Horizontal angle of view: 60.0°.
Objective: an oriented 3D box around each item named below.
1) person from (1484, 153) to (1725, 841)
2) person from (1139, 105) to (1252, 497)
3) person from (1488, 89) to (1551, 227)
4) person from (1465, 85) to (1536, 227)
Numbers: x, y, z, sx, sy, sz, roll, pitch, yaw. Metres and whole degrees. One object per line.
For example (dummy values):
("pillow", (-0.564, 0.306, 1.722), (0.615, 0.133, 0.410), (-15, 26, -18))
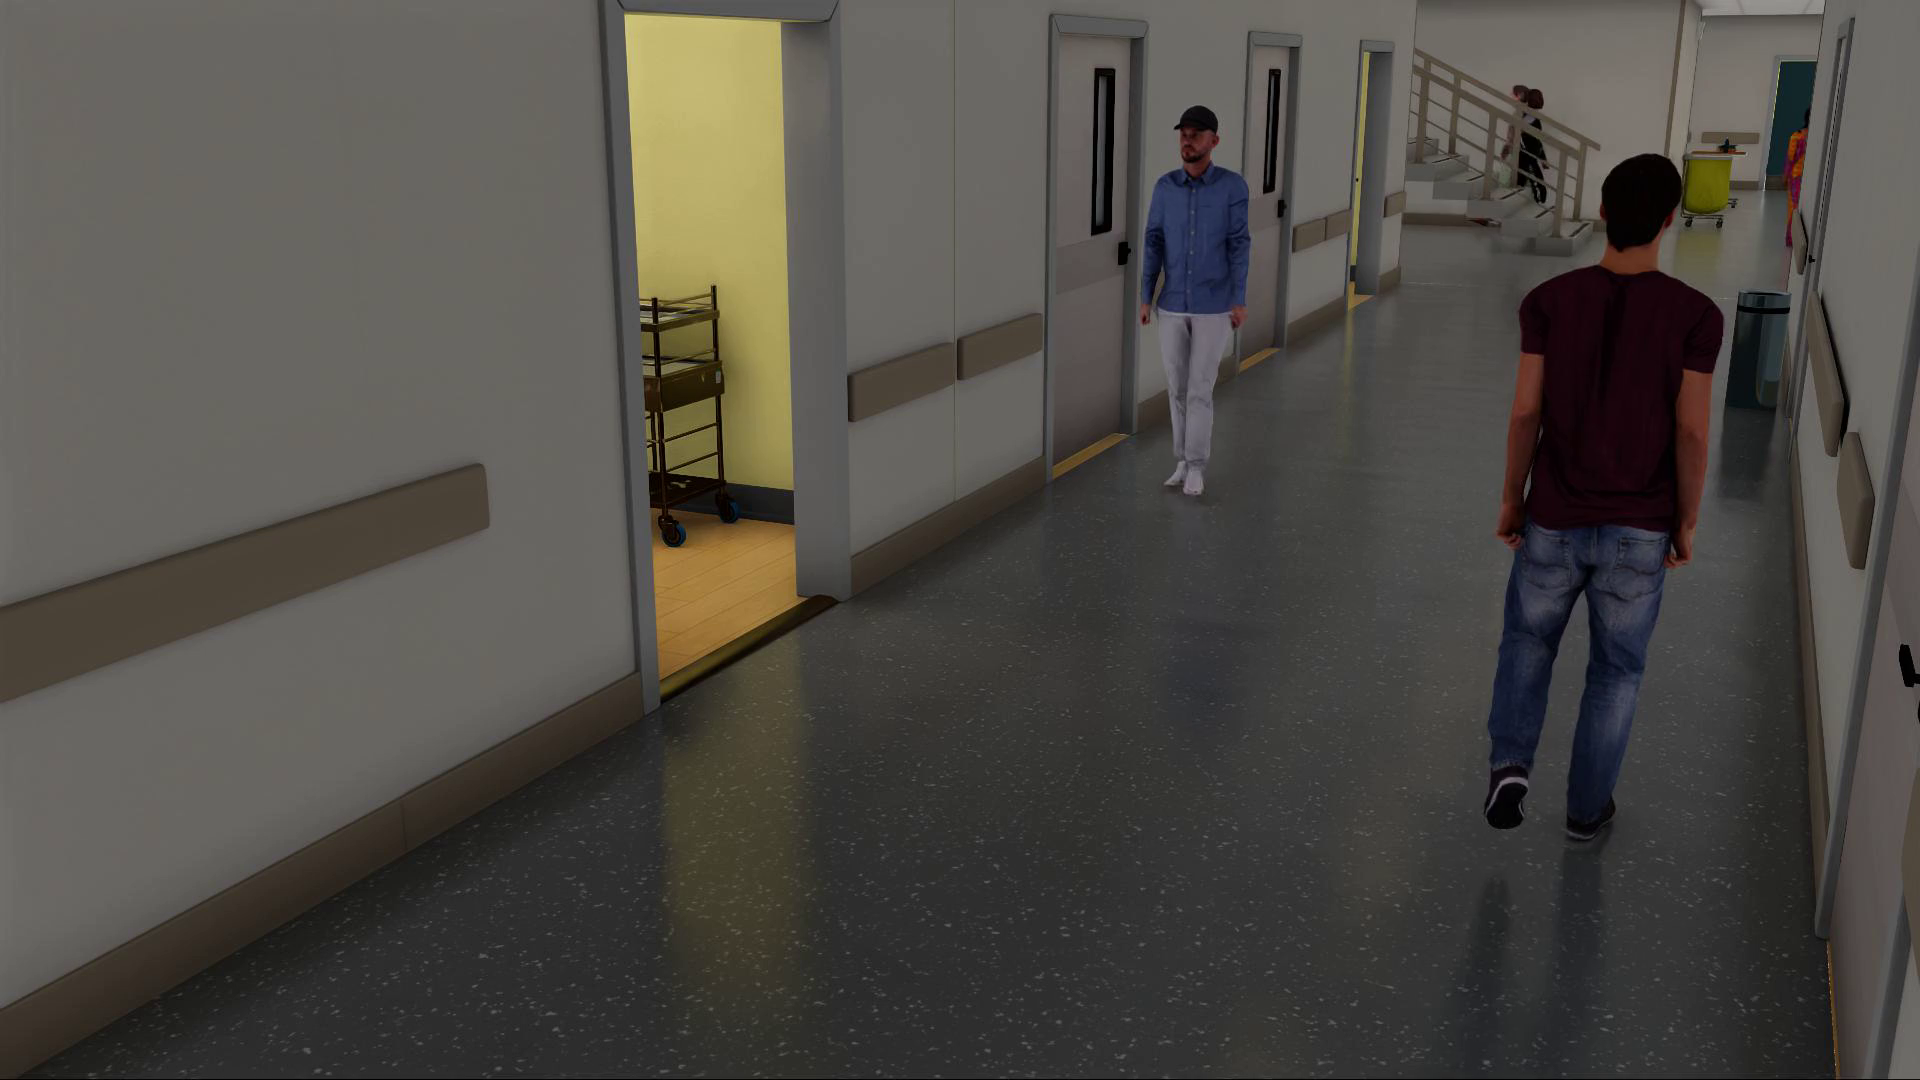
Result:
("person", (1.640, -0.052, 4.316), (0.814, 1.842, 0.743), (9, 18, 28))
("person", (1.192, -1.179, 8.252), (0.648, 1.875, 0.725), (8, 18, 26))
("person", (7.343, -4.966, 21.846), (1.231, 1.788, 0.770), (5, 17, 19))
("person", (7.455, -5.007, 21.906), (1.173, 1.833, 0.701), (7, 17, 23))
